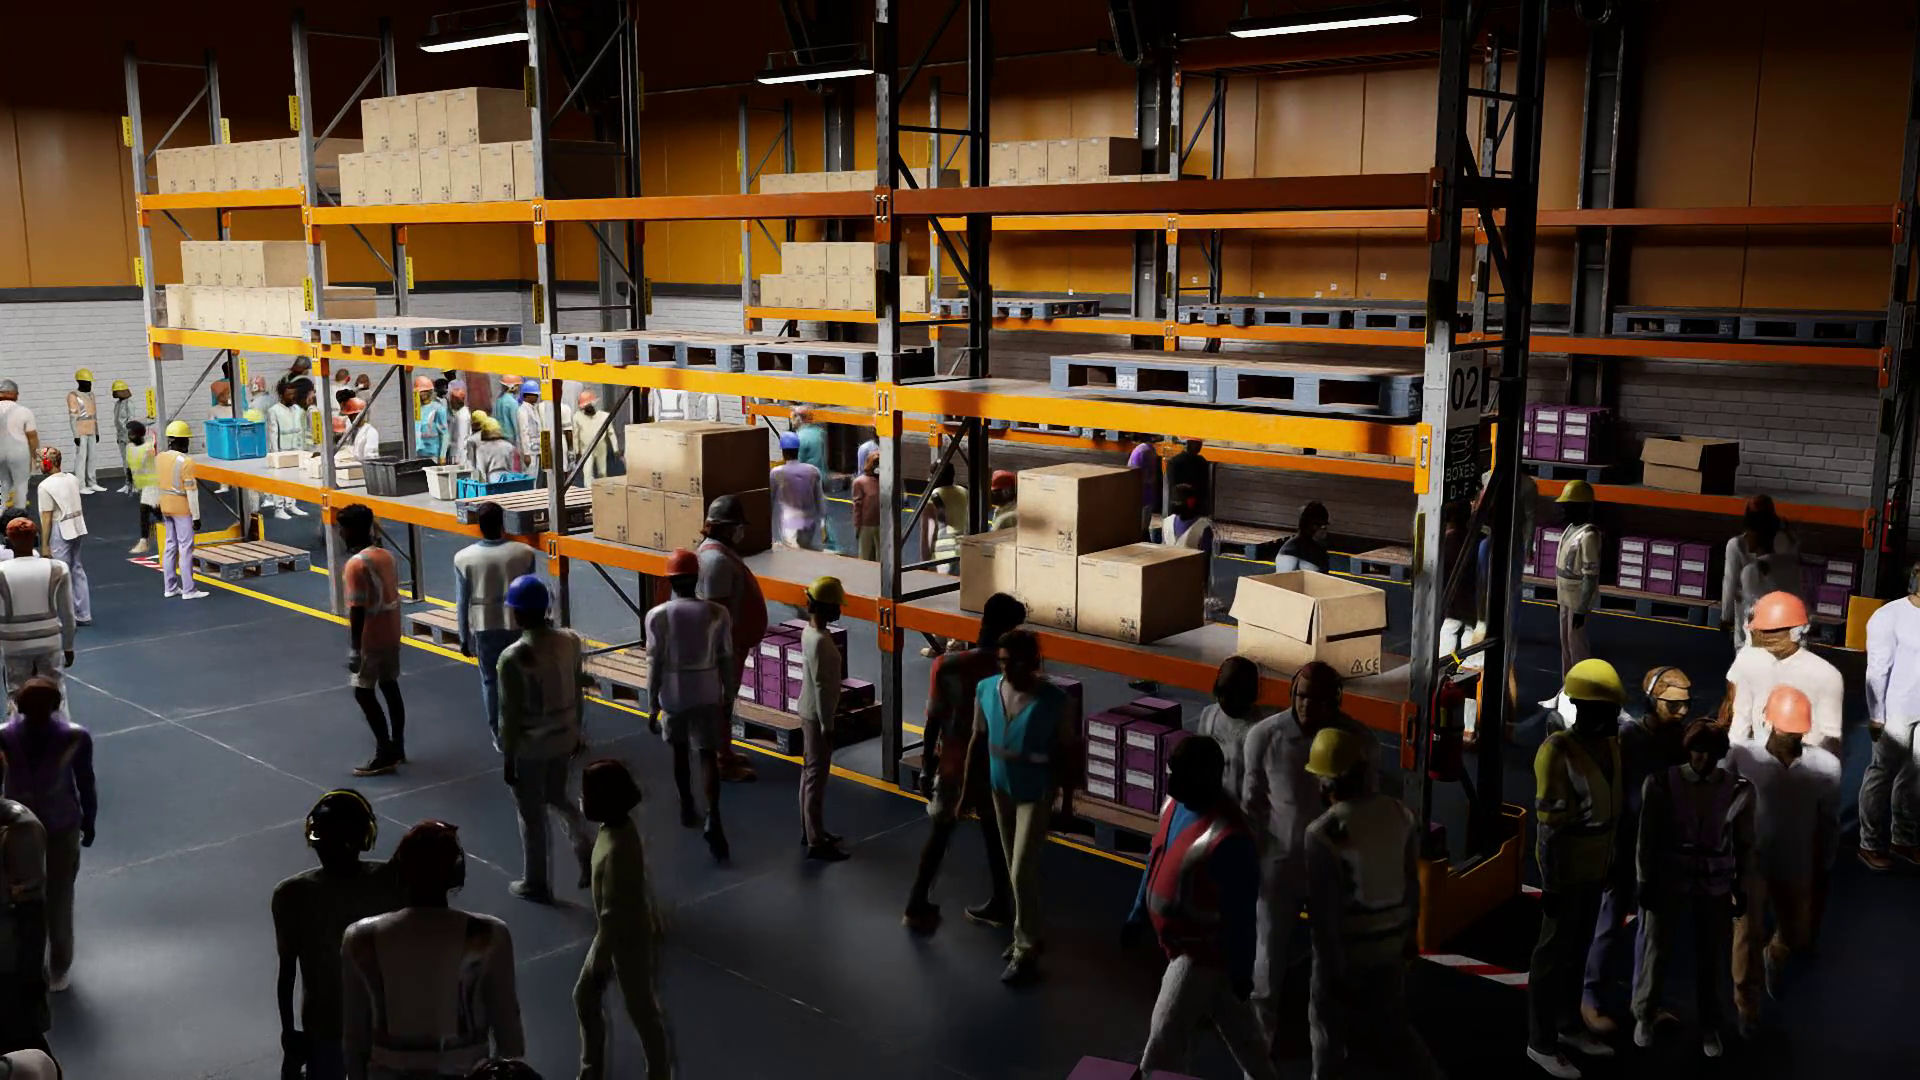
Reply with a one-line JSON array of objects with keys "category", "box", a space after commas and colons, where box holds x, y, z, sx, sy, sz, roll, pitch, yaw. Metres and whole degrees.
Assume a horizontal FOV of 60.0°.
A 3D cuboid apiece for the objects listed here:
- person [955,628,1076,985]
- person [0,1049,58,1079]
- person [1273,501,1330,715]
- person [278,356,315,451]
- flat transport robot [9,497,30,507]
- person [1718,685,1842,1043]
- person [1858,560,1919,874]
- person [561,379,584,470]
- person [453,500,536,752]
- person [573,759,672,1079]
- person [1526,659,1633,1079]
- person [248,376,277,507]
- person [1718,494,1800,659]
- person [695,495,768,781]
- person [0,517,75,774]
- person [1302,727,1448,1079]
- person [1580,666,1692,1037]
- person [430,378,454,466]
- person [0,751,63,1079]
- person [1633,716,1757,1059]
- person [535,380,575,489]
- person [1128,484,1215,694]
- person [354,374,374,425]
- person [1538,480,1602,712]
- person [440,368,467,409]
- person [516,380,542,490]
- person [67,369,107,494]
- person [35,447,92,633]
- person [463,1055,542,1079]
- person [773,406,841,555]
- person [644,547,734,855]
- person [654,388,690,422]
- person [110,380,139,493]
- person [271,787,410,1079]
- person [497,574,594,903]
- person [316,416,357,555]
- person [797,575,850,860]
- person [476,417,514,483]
[{"category": "person", "box": [0.257, 1.359, 8.619, 0.575, 1.822, 0.679, 8, 13, 38]}, {"category": "person", "box": [-2.645, 2.068, 4.549, 0.390, 1.846, 0.565, 0, 10, 2]}, {"category": "person", "box": [2.531, 0.663, 12.249, 0.371, 1.934, 0.627, 7, 12, 35]}, {"category": "person", "box": [-10.780, -2.037, 27.208, 0.713, 2.000, 0.543, 7, 12, 34]}, {"category": "flat transport robot", "box": [-14.167, -0.646, 24.343, 0.652, 0.197, 1.431, -9, 13, -41]}, {"category": "person", "box": [3.907, 1.510, 8.021, 0.583, 1.732, 0.553, 3, 10, 16]}, {"category": "person", "box": [5.755, 1.049, 10.066, 0.627, 1.934, 0.372, -3, 10, -16]}, {"category": "person", "box": [-6.603, -2.094, 28.092, 0.530, 1.850, 0.770, -4, 11, -22]}, {"category": "person", "box": [-3.425, 0.655, 12.361, 0.625, 1.904, 0.464, -3, 11, -18]}, {"category": "person", "box": [-1.548, 1.727, 7.118, 0.662, 1.606, 0.522, -3, 10, -17]}, {"category": "person", "box": [2.837, 1.483, 7.619, 0.588, 1.930, 0.362, -9, 13, -42]}, {"category": "person", "box": [-10.158, -1.439, 24.207, 0.403, 1.906, 0.651, -1, 10, -6]}, {"category": "person", "box": [6.280, 0.565, 13.014, 0.602, 1.862, 0.754, 0, 10, -2]}, {"category": "person", "box": [-1.638, 0.677, 11.861, 0.535, 2.000, 0.684, -2, 10, -12]}, {"category": "person", "box": [-6.591, 0.771, 11.808, 0.575, 1.876, 0.343, -8, 13, -38]}, {"category": "person", "box": [1.736, 1.690, 6.882, 0.612, 1.789, 0.828, -6, 12, -31]}, {"category": "person", "box": [3.274, 1.481, 7.934, 0.520, 1.833, 0.366, -2, 10, -10]}, {"category": "person", "box": [-8.189, -1.734, 26.486, 0.483, 1.679, 0.558, 2, 10, 10]}, {"category": "person", "box": [-3.876, 1.658, 6.644, 0.546, 1.929, 0.385, 5, 11, 26]}, {"category": "person", "box": [3.415, 1.611, 7.757, 0.513, 1.631, 0.320, 3, 10, 16]}, {"category": "person", "box": [-5.640, -1.284, 23.164, 0.612, 1.962, 0.363, 4, 11, 20]}, {"category": "person", "box": [1.873, 0.416, 14.025, 0.958, 1.789, 0.588, -7, 12, -36]}, {"category": "person", "box": [-10.212, -2.039, 28.398, 0.560, 1.614, 0.460, 6, 12, 30]}, {"category": "person", "box": [4.922, 0.472, 13.340, 0.363, 1.928, 0.586, 1, 10, 4]}, {"category": "person", "box": [-8.262, -1.966, 27.156, 0.378, 1.918, 0.585, 1, 10, 8]}, {"category": "person", "box": [-5.897, -1.221, 22.864, 0.396, 1.943, 0.618, 0, 10, -3]}, {"category": "person", "box": [-13.362, -1.662, 25.444, 0.400, 1.918, 0.592, 1, 10, 5]}, {"category": "person", "box": [-8.784, -0.004, 16.298, 0.388, 1.836, 0.560, 0, 10, 1]}, {"category": "person", "box": [-1.074, 2.164, 4.096, 0.697, 1.819, 0.511, -9, 14, -43]}, {"category": "person", "box": [-1.905, -0.711, 20.278, 1.021, 1.841, 0.655, 2, 10, 12]}, {"category": "person", "box": [-1.694, 1.008, 10.501, 0.561, 1.888, 1.001, -2, 10, -11]}, {"category": "person", "box": [-4.577, -1.816, 26.444, 0.573, 1.876, 0.354, 1, 10, 5]}, {"category": "person", "box": [-12.801, -1.582, 25.498, 0.484, 1.738, 0.321, 7, 12, 36]}, {"category": "person", "box": [-2.198, 1.796, 6.043, 0.521, 1.864, 0.336, -6, 12, -31]}, {"category": "person", "box": [-2.369, 1.148, 9.488, 0.526, 1.936, 0.625, 6, 12, 31]}, {"category": "person", "box": [-7.672, -0.679, 20.429, 0.676, 1.723, 0.595, 8, 13, 37]}, {"category": "person", "box": [-0.846, 1.090, 10.321, 0.327, 1.763, 0.523, -2, 10, -11]}, {"category": "person", "box": [-5.624, -0.629, 20.180, 0.490, 1.718, 0.426, -8, 13, -38]}]
